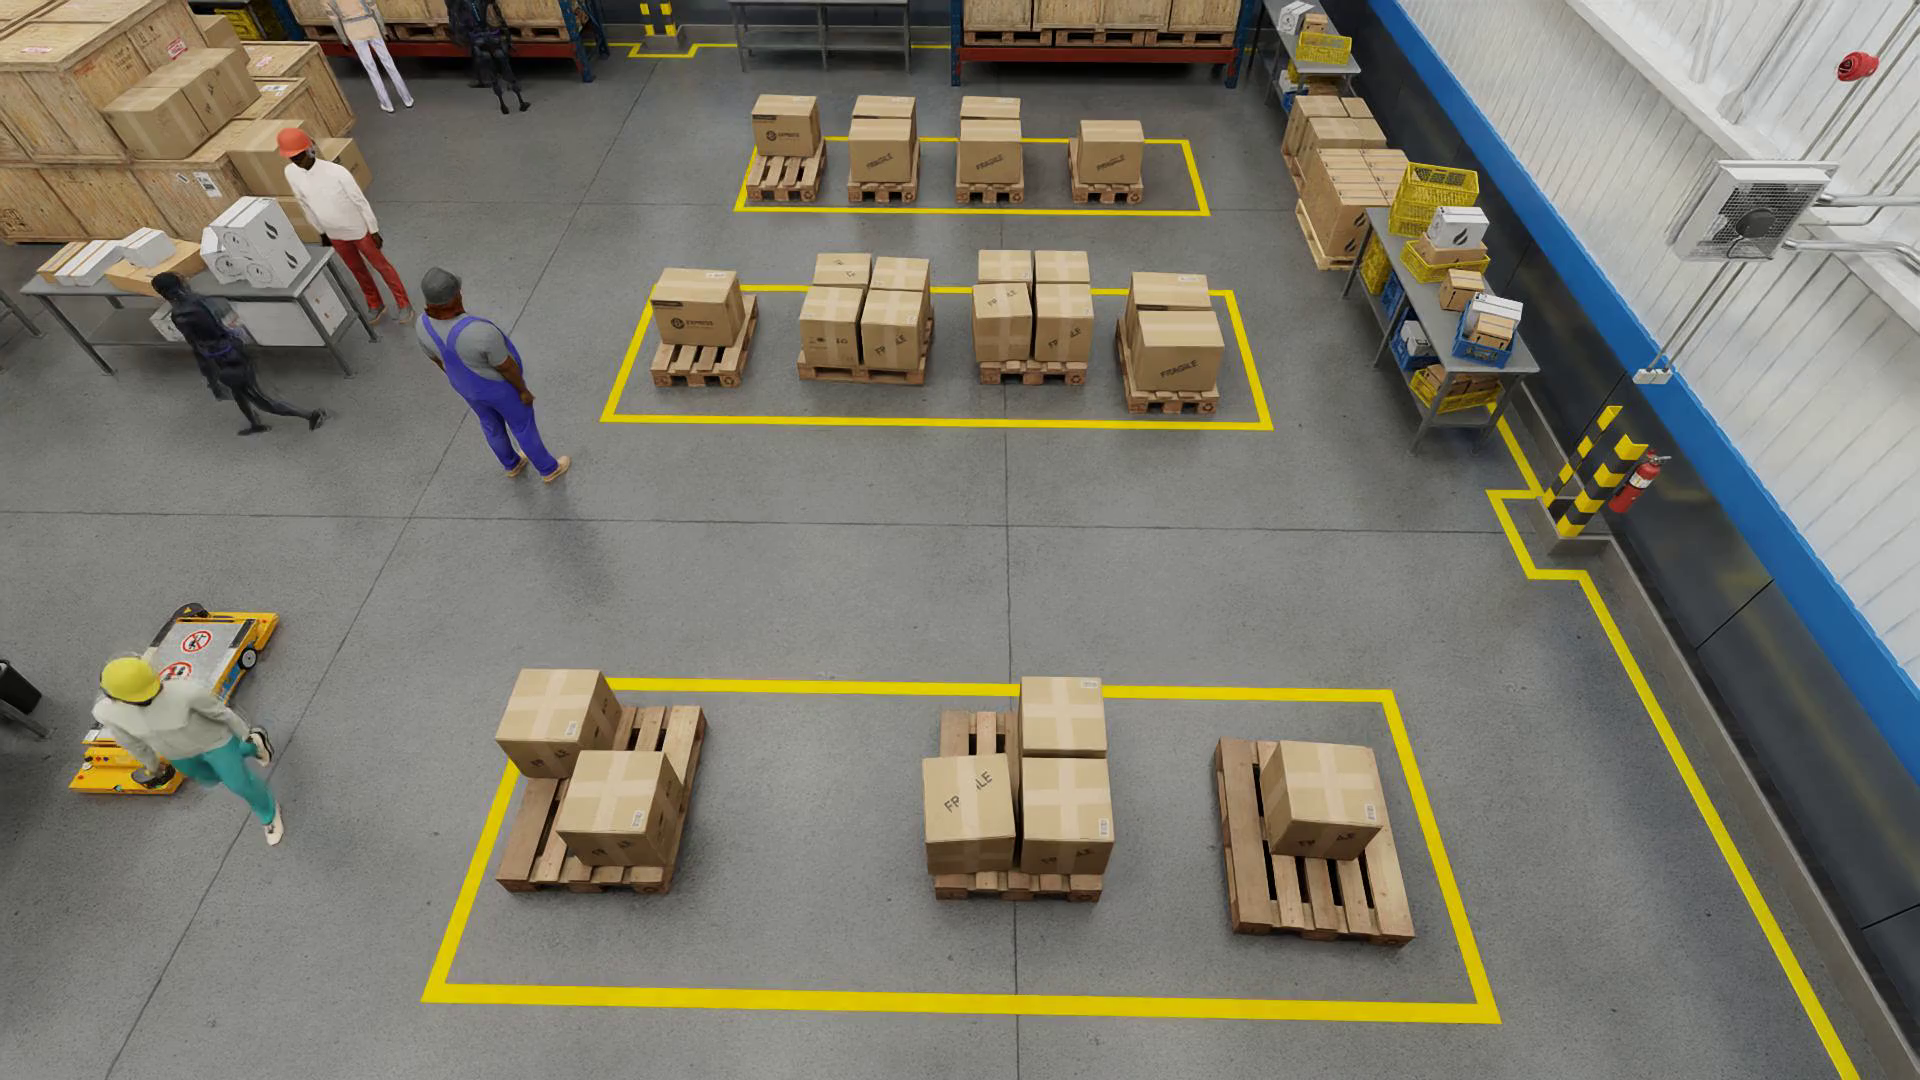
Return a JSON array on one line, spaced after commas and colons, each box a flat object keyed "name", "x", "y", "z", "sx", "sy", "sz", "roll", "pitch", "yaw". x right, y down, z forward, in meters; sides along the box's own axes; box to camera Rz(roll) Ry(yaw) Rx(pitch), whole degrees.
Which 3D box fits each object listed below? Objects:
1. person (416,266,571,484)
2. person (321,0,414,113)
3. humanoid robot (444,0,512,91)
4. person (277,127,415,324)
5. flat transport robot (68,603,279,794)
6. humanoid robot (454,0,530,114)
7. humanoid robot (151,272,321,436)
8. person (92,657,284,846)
[{"name": "person", "x": -3.721, "y": -1.286, "z": 7.295, "sx": 0.681, "sy": 2.000, "sz": 0.537, "roll": 10, "pitch": 51, "yaw": 9}, {"name": "person", "x": -7.695, "y": -6.528, "z": 11.811, "sx": 0.585, "sy": 1.916, "sz": 0.378, "roll": -28, "pitch": 55, "yaw": -22}, {"name": "humanoid robot", "x": -6.557, "y": -6.884, "z": 12.279, "sx": 0.624, "sy": 1.634, "sz": 0.581, "roll": -6, "pitch": 50, "yaw": -5}, {"name": "person", "x": -5.847, "y": -2.949, "z": 8.732, "sx": 0.610, "sy": 1.994, "sz": 0.392, "roll": 1, "pitch": 50, "yaw": 1}, {"name": "flat transport robot", "x": -5.504, "y": 1.072, "z": 6.442, "sx": 0.652, "sy": 0.197, "sz": 1.431, "roll": 1, "pitch": 50, "yaw": 1}, {"name": "humanoid robot", "x": -6.084, "y": -6.420, "z": 11.867, "sx": 0.603, "sy": 1.657, "sz": 0.318, "roll": -13, "pitch": 51, "yaw": -11}, {"name": "humanoid robot", "x": -6.178, "y": -1.532, "z": 7.777, "sx": 0.718, "sy": 1.631, "sz": 0.611, "roll": -18, "pitch": 52, "yaw": -15}, {"name": "person", "x": -4.501, "y": 1.149, "z": 5.435, "sx": 0.546, "sy": 1.724, "sz": 0.667, "roll": -13, "pitch": 51, "yaw": -11}]
